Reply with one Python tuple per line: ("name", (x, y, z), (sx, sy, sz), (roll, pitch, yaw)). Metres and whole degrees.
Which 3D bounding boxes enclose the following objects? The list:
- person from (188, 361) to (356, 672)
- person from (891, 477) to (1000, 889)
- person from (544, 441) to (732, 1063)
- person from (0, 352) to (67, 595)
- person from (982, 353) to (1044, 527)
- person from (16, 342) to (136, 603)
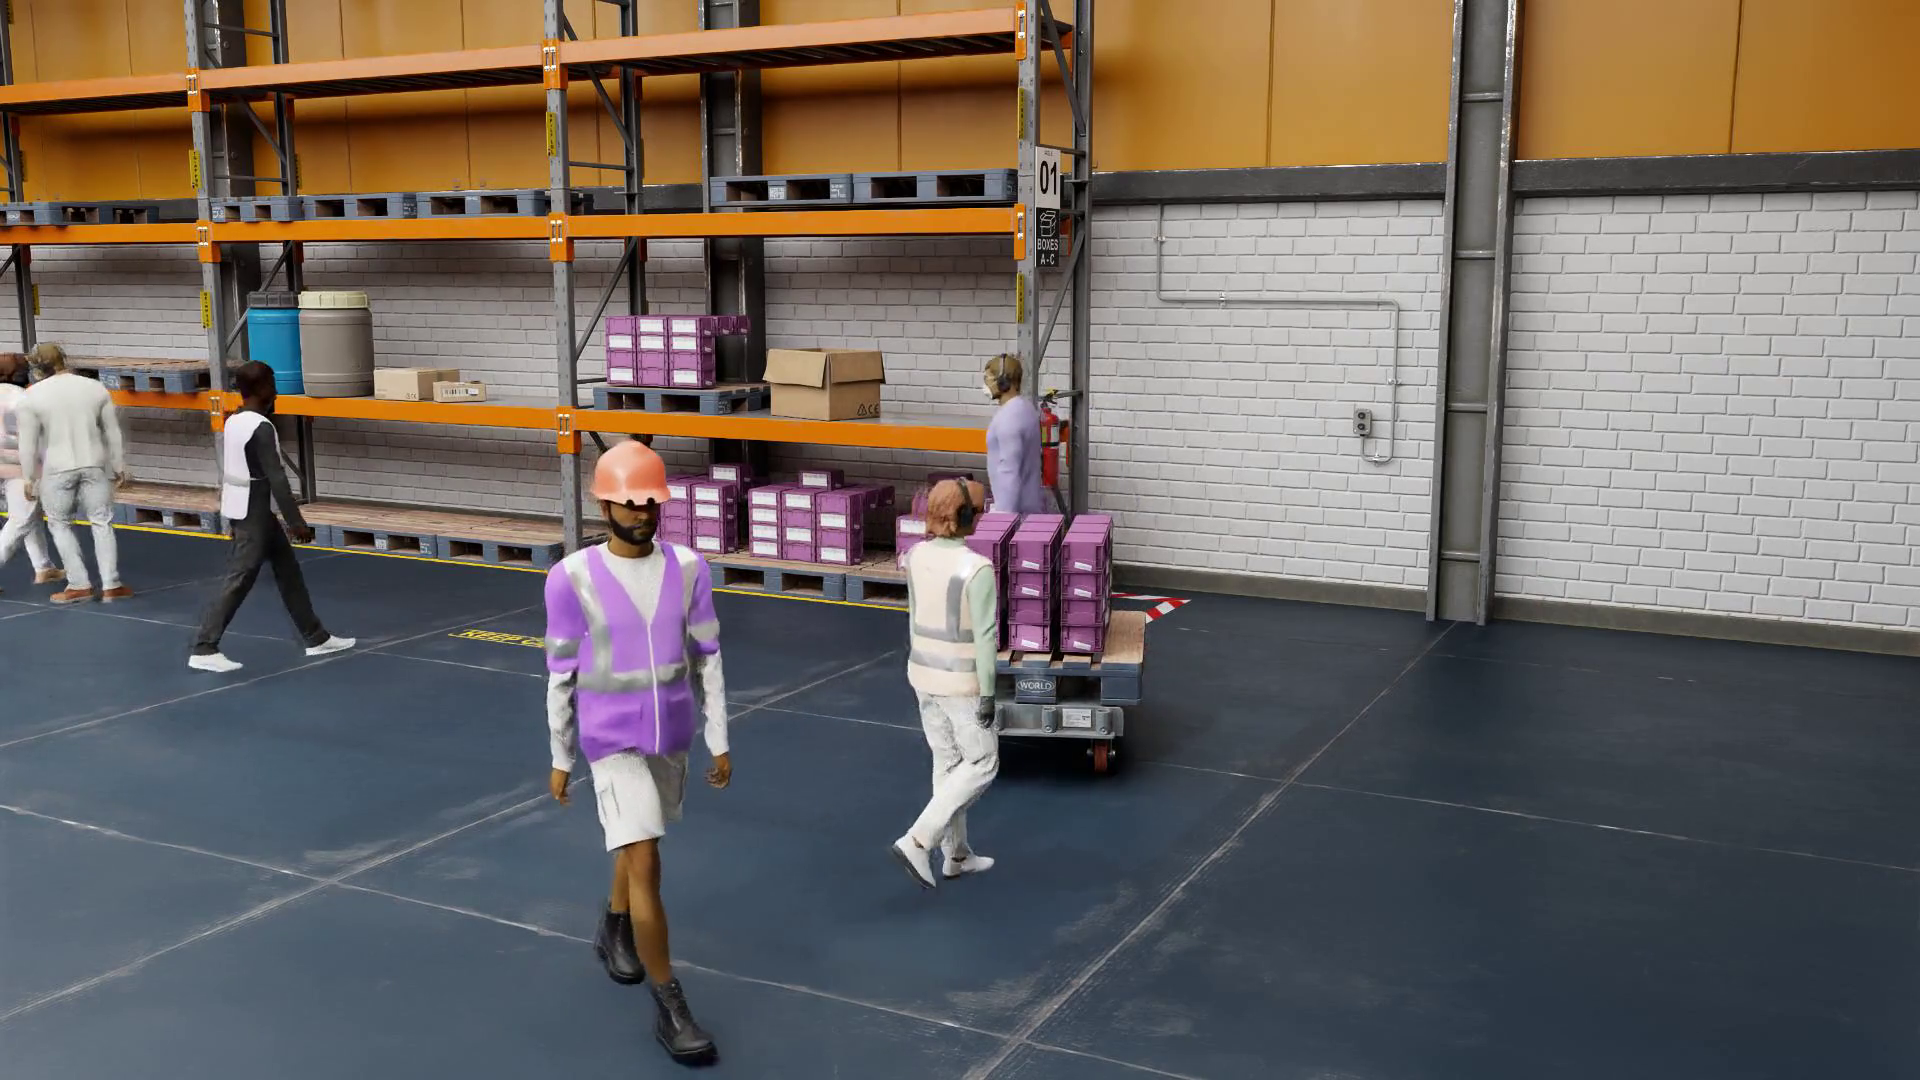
("person", (-4.266, -0.153, 10.129), (1.001, 1.873, 0.590), (-6, 11, -33))
("person", (-0.061, 0.566, 6.445), (0.494, 1.623, 0.518), (-7, 12, -39))
("person", (-1.026, 0.615, 5.344), (0.558, 1.890, 0.977), (-6, 11, -34))
("person", (-7.126, -0.507, 12.499), (0.610, 1.801, 0.887), (4, 10, 25))
("person", (0.289, -0.170, 10.072), (0.442, 1.920, 0.656), (2, 9, 12))
("person", (-6.394, -0.473, 12.032), (0.692, 1.898, 0.473), (-9, 13, -43))
